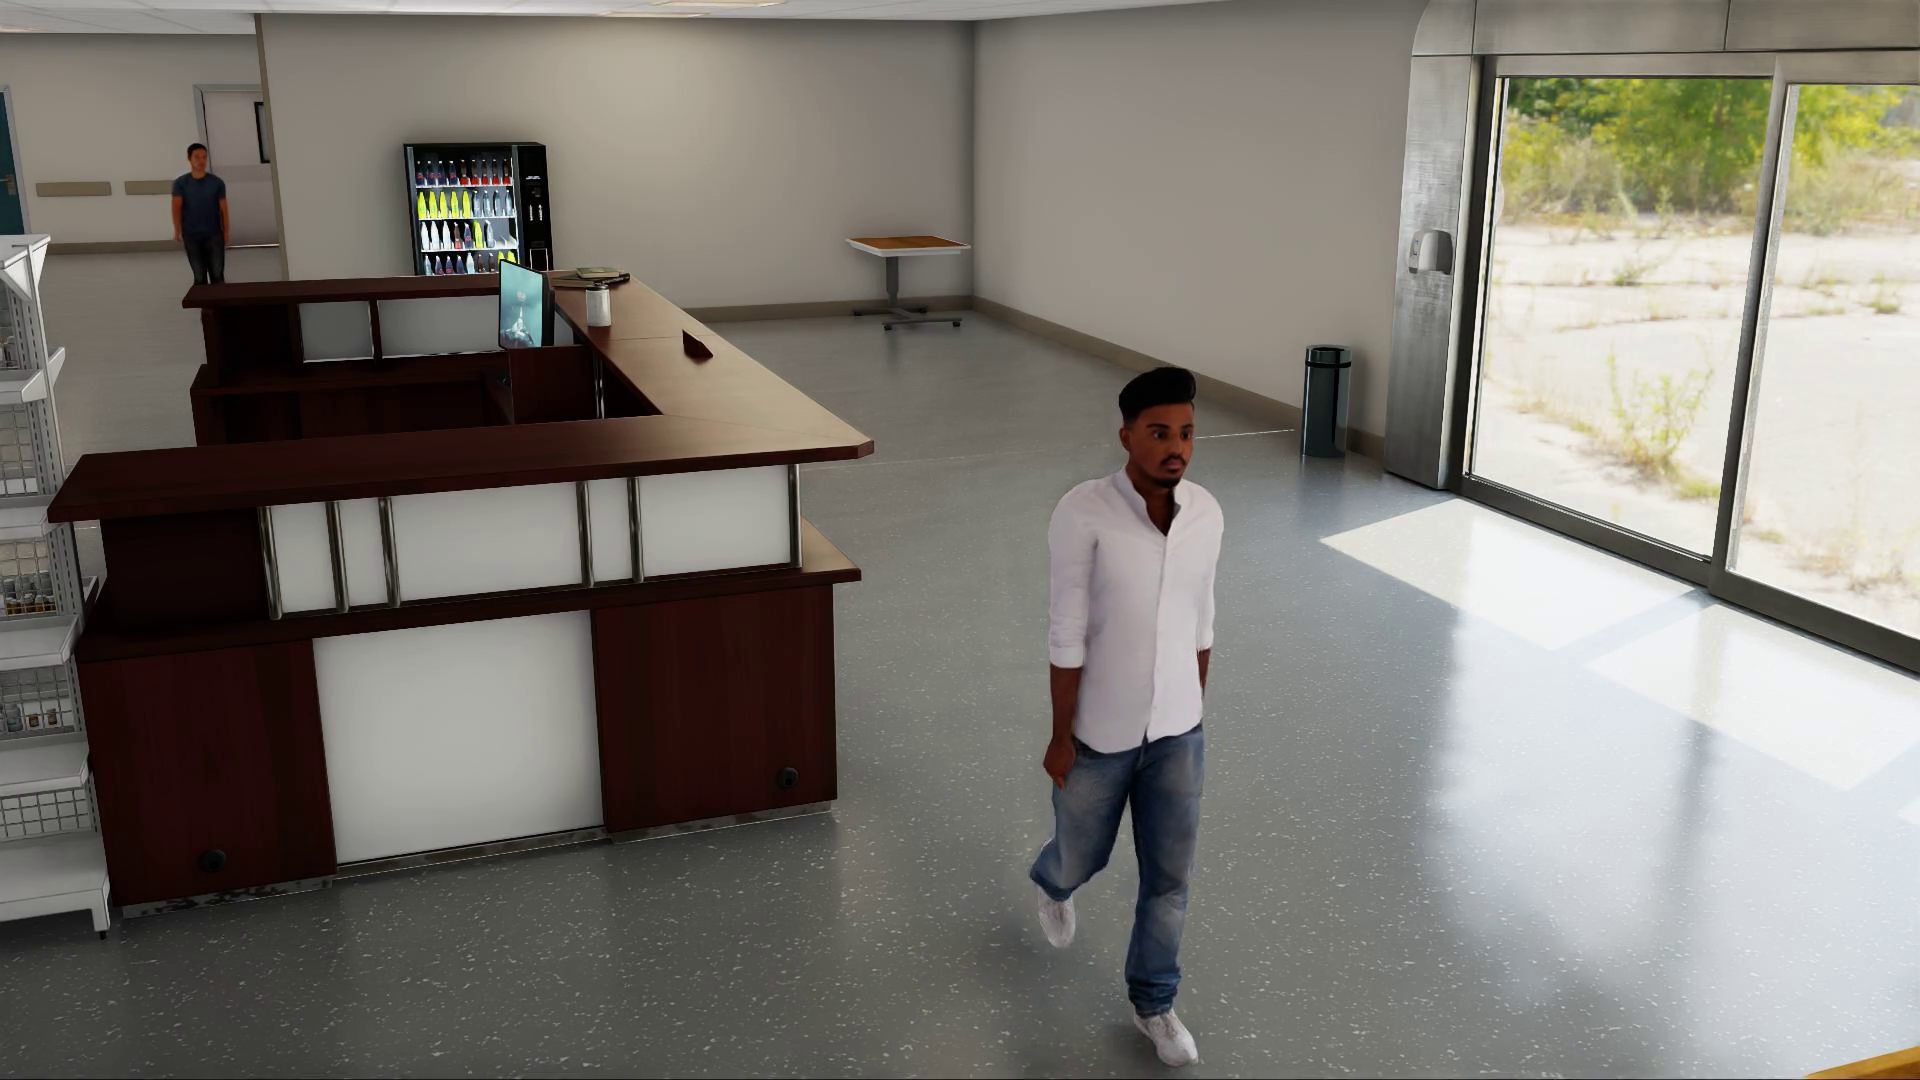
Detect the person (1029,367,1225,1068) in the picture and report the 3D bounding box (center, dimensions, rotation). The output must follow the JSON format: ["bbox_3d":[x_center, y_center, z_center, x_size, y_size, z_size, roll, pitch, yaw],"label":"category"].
[{"bbox_3d":[0.412,0.426,4.335,0.929,1.794,0.728,-5,17,-17],"label":"person"}]

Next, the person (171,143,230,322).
[{"bbox_3d":[-7.574,-3.018,16.614,1.098,1.758,0.791,-7,17,-23],"label":"person"}]
